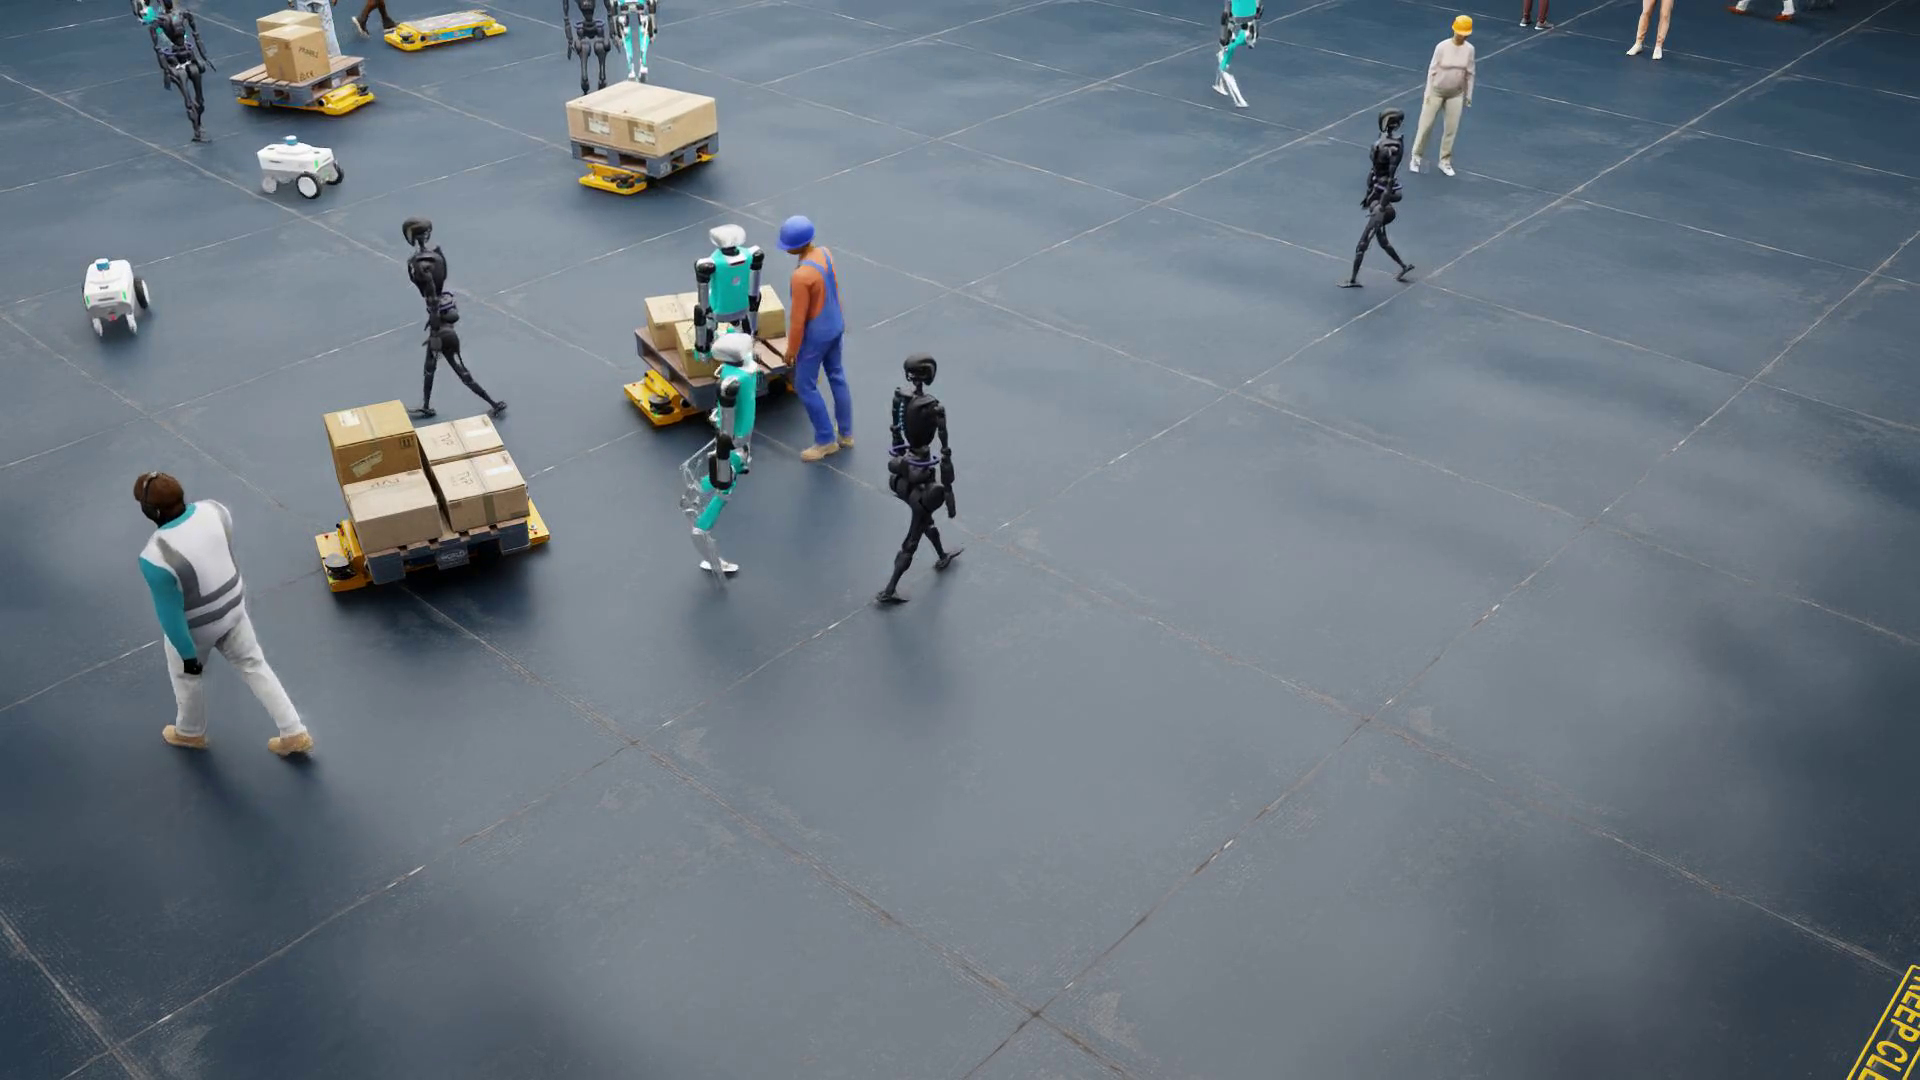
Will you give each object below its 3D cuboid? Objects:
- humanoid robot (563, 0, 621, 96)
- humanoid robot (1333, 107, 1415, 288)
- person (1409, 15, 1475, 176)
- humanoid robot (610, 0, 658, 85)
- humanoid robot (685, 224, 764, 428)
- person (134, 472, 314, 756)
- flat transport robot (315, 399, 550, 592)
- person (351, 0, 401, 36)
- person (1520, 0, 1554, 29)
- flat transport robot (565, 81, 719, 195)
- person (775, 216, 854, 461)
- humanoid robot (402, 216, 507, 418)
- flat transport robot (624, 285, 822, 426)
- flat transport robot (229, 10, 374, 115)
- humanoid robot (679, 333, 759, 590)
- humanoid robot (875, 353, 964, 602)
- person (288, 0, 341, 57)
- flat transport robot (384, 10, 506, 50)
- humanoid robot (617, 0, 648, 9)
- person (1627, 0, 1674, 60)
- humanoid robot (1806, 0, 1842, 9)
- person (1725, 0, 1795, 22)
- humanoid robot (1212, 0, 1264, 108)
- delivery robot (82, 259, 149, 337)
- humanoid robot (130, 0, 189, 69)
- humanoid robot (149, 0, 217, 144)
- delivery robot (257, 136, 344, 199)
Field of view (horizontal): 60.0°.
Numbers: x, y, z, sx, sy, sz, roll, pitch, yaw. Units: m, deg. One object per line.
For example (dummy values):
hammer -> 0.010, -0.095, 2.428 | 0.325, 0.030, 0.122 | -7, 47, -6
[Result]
humanoid robot -> -4.205, -5.722, 19.031 | 0.609, 1.655, 0.371 | -8, 33, -13
humanoid robot -> 3.779, -3.024, 14.728 | 0.736, 1.639, 0.596 | -2, 32, -3
person -> 5.036, -4.615, 17.246 | 0.569, 1.676, 0.432 | -1, 32, -2
humanoid robot -> -3.755, -5.815, 19.128 | 0.548, 1.797, 0.692 | -3, 32, -5
humanoid robot -> -1.798, -1.505, 12.276 | 0.530, 1.859, 0.814 | -22, 38, -31
person -> -4.079, 0.425, 9.022 | 0.910, 1.796, 0.607 | 13, 34, 20
flat transport robot -> -3.541, -0.020, 11.186 | 1.431, 0.231, 0.659 | -15, 35, -22
person -> -7.764, -7.588, 21.783 | 0.609, 1.938, 0.735 | 26, 40, 35
person -> 7.812, -7.759, 22.181 | 0.365, 1.816, 0.543 | -22, 38, -32
flat transport robot -> -3.291, -3.981, 17.564 | 0.659, 0.231, 1.431 | 18, 36, 26
person -> -1.011, -1.481, 12.031 | 0.416, 1.872, 0.611 | 14, 35, 21
humanoid robot -> -3.909, -1.643, 12.519 | 0.747, 1.643, 0.606 | -10, 33, -16
flat transport robot -> -1.882, -1.280, 13.215 | 1.431, 0.231, 0.659 | -18, 36, -27
flat transport robot -> -7.730, -5.261, 19.625 | 1.431, 0.231, 0.659 | 10, 33, 15
humanoid robot -> -1.609, -0.458, 10.584 | 0.730, 1.866, 0.536 | 6, 32, 9
humanoid robot -> -0.253, -0.408, 10.528 | 0.813, 1.621, 0.588 | -25, 40, -35
person -> -7.948, -6.694, 20.371 | 0.595, 1.918, 0.383 | -10, 33, -16
flat transport robot -> -6.823, -6.758, 22.036 | 1.431, 0.231, 0.659 | -24, 39, -33
humanoid robot -> -4.588, -8.256, 23.103 | 0.921, 1.799, 0.547 | 7, 32, 10
person -> 8.861, -7.028, 20.954 | 0.514, 1.871, 0.358 | 20, 37, 28
humanoid robot -> 12.140, -8.176, 22.990 | 0.529, 1.647, 0.585 | -8, 33, -12
person -> 11.099, -7.978, 22.574 | 0.516, 1.782, 0.957 | -22, 38, -31
humanoid robot -> 3.122, -5.881, 19.270 | 0.545, 1.756, 1.033 | -14, 35, -22
delivery robot -> -7.309, -2.125, 14.320 | 0.499, 0.611, 0.811 | -11, 34, -18
humanoid robot -> -9.701, -6.435, 20.226 | 0.546, 1.884, 0.798 | 1, 32, 1
humanoid robot -> -8.510, -5.236, 18.282 | 0.609, 1.641, 0.611 | 21, 37, 30
delivery robot -> -6.784, -3.836, 17.067 | 0.801, 0.602, 0.499 | 7, 33, 11
